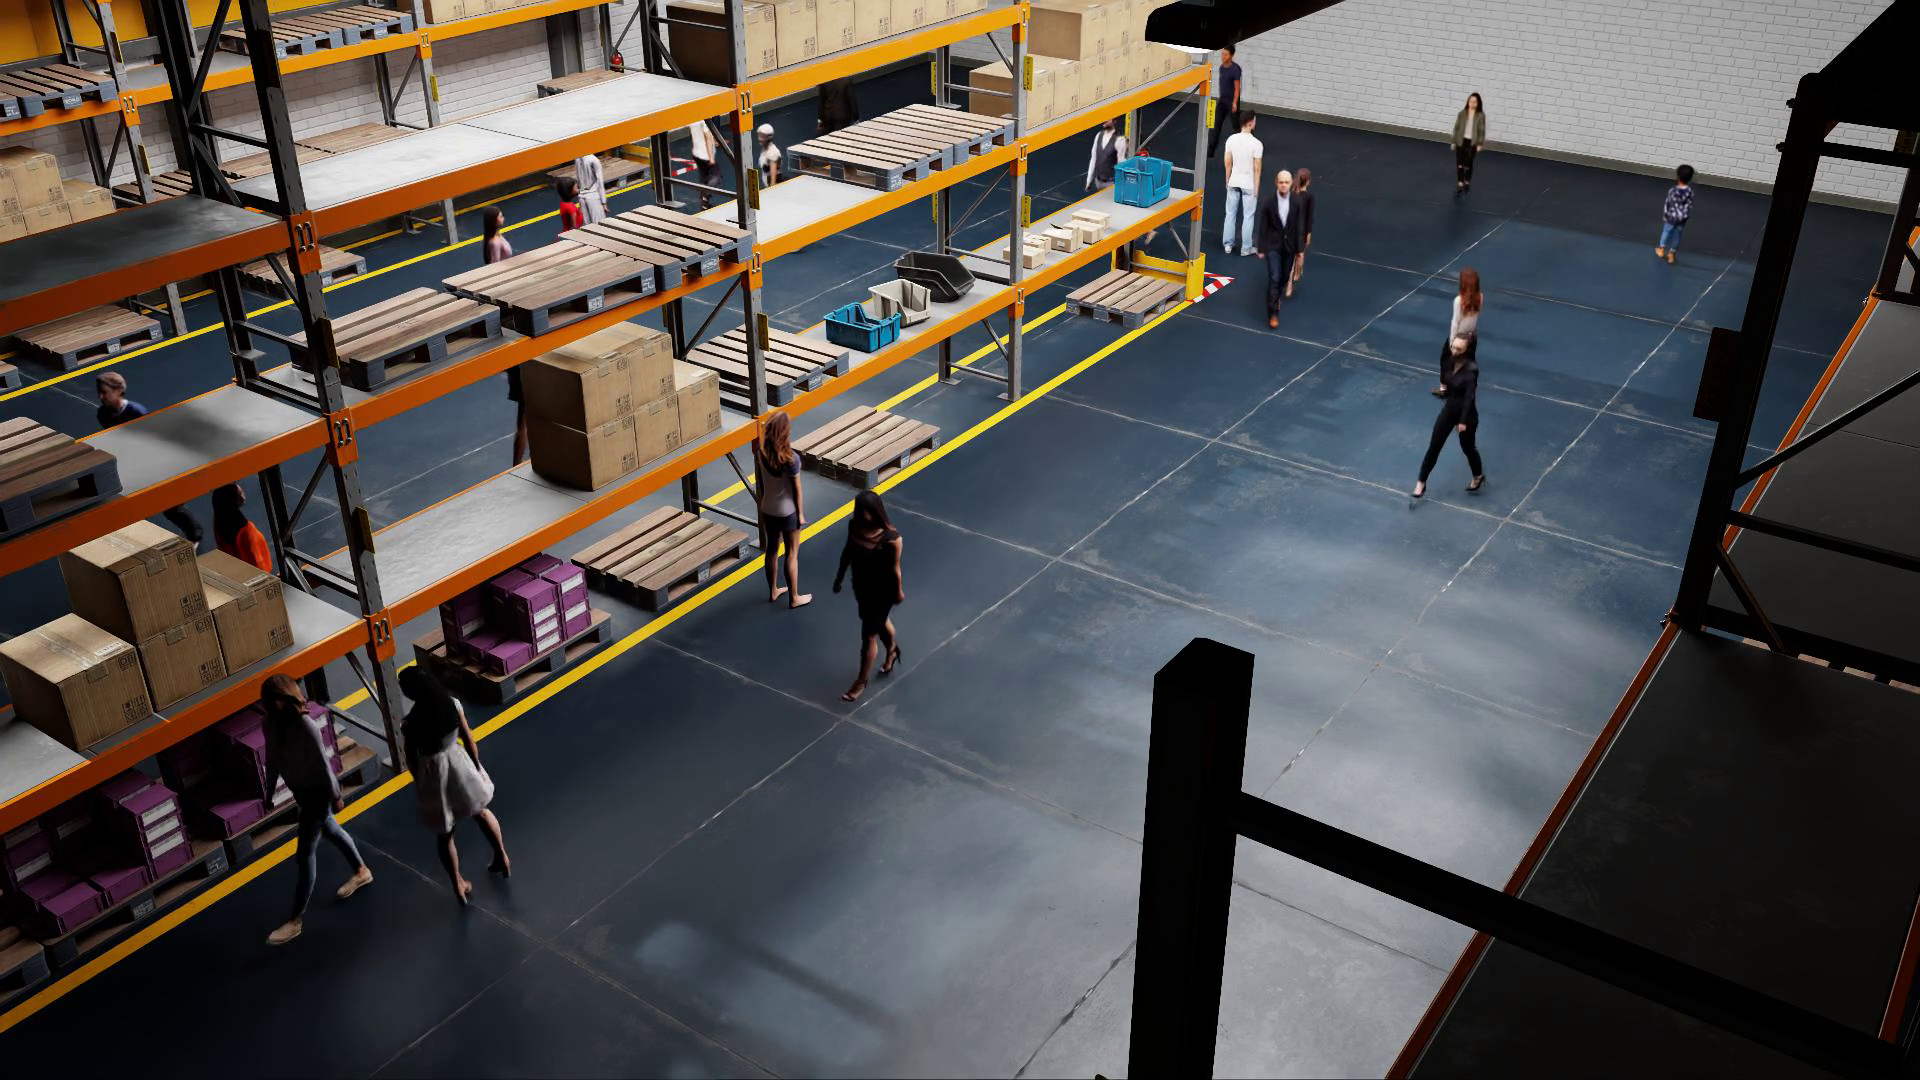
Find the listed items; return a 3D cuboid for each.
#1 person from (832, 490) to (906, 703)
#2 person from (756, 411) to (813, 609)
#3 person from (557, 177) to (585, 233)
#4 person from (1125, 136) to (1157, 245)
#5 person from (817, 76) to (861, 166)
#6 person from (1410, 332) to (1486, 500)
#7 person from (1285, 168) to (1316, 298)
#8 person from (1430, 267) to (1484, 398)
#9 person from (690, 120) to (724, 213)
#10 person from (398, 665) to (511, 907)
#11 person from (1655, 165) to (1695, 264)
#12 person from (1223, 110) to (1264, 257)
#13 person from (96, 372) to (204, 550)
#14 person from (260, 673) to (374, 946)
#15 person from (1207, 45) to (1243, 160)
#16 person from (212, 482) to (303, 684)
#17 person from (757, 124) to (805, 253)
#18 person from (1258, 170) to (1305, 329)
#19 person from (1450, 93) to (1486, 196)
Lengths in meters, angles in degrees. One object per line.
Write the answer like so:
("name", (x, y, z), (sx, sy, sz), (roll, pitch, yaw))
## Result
("person", (-0.588, 0.351, 12.590), (1.003, 1.684, 0.775), (-24, 37, -37))
("person", (-1.473, -0.255, 13.653), (0.585, 1.732, 0.532), (20, 34, 32))
("person", (-4.582, -3.346, 19.346), (1.159, 1.705, 0.903), (-14, 32, -24))
("person", (2.324, -4.566, 21.755), (0.869, 1.540, 0.823), (7, 29, 13))
("person", (-1.823, -6.059, 24.157), (0.942, 1.861, 1.254), (10, 30, 17))
("person", (4.665, -1.130, 15.339), (1.159, 1.653, 0.958), (-10, 30, -17))
("person", (4.075, -3.703, 20.192), (0.741, 1.522, 1.066), (9, 30, 17))
("person", (5.271, -2.086, 17.284), (0.723, 1.468, 0.766), (-11, 31, -19))
("person", (-3.599, -5.350, 23.006), (0.705, 1.717, 0.718), (-20, 34, -32))
("person", (-3.206, 1.558, 10.307), (0.720, 1.751, 0.838), (-12, 31, -21))
("person", (9.222, -4.171, 21.348), (0.627, 1.236, 0.731), (6, 29, 10))
("person", (3.657, -4.615, 21.511), (0.669, 1.860, 0.552), (20, 34, 32))
("person", (-6.909, -0.592, 14.180), (1.007, 1.818, 1.291), (5, 29, 9))
("person", (-3.963, 1.546, 10.319), (0.673, 1.761, 1.084), (16, 32, 26))
("person", (4.202, -6.699, 25.452), (1.243, 1.745, 0.979), (-15, 32, -25))
("person", (-5.368, 0.335, 12.553), (0.614, 1.748, 0.542), (20, 34, 32))
("person", (-2.288, -4.517, 21.485), (1.107, 1.712, 0.953), (-9, 30, -16))
("person", (3.752, -3.461, 19.474), (1.091, 1.784, 1.221), (-1, 29, -2))
("person", (7.322, -5.715, 23.941), (0.580, 1.464, 0.540), (18, 33, 29))
